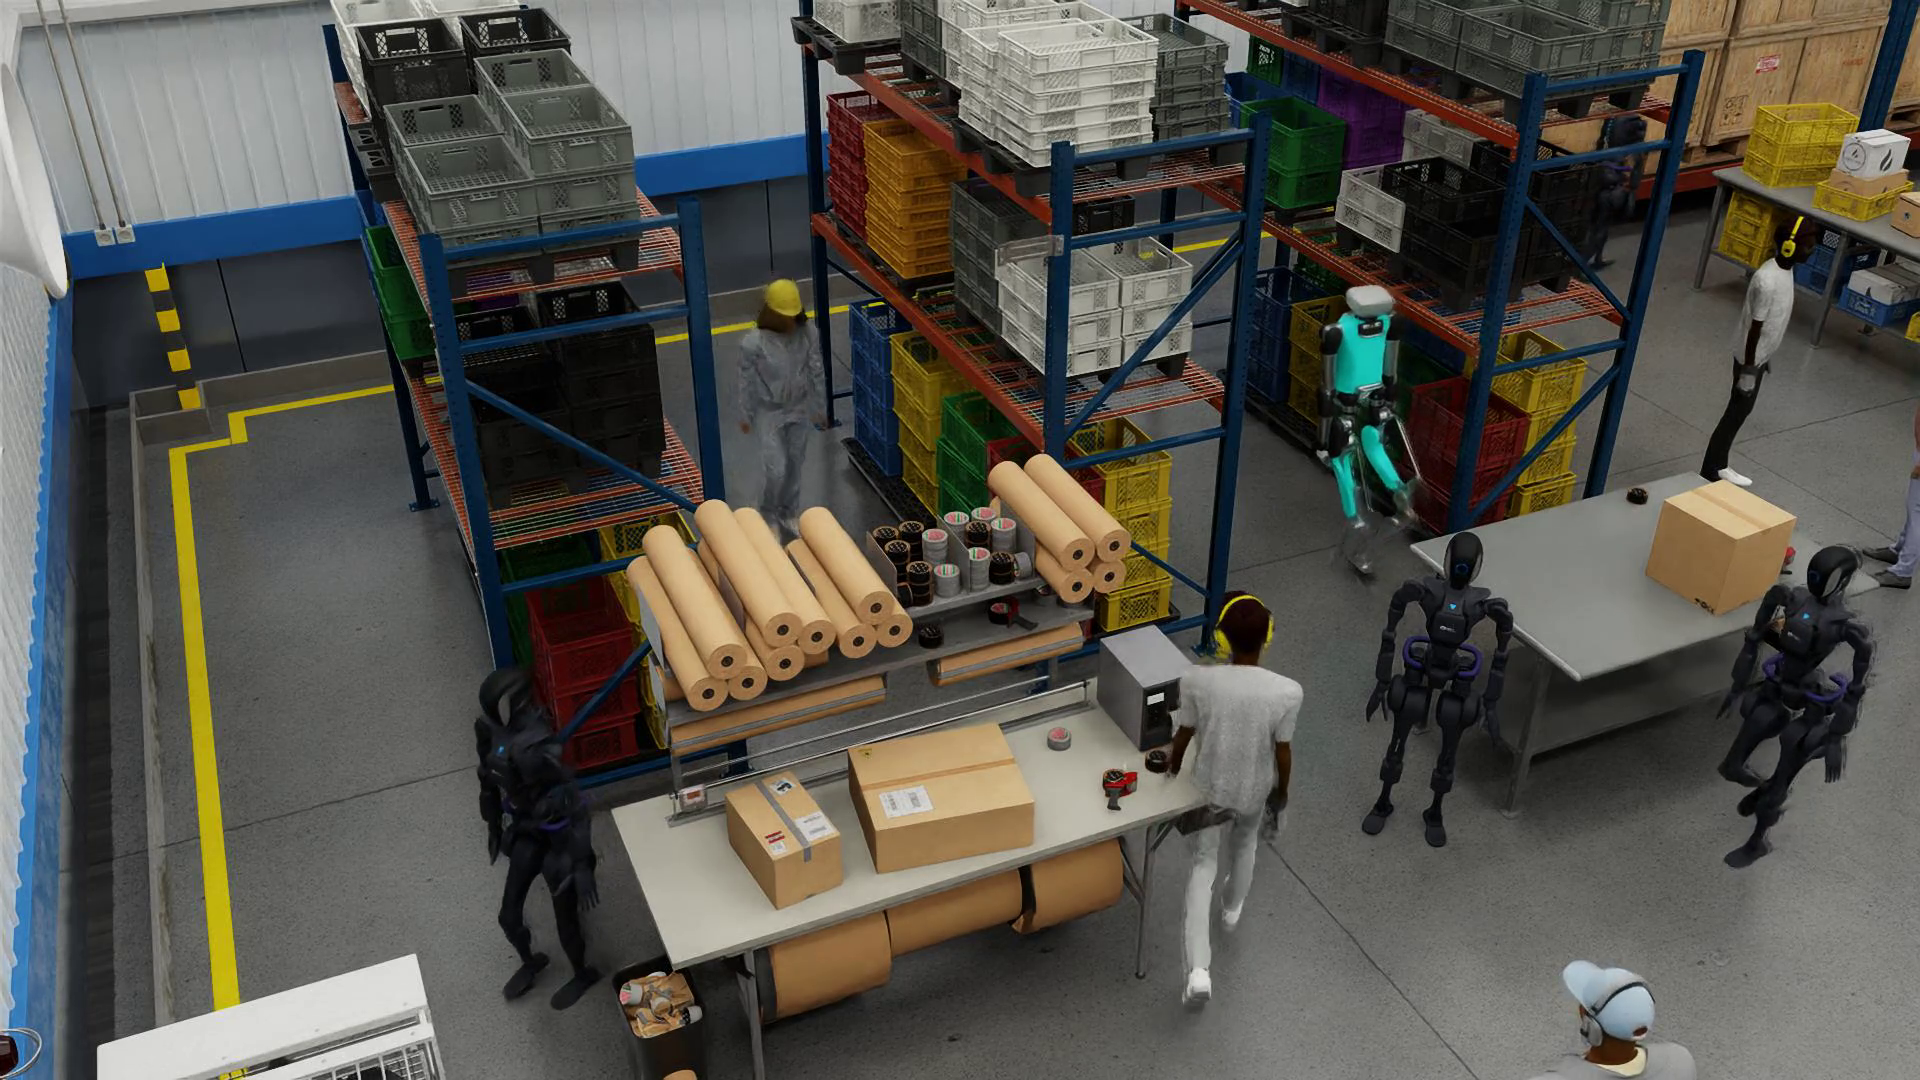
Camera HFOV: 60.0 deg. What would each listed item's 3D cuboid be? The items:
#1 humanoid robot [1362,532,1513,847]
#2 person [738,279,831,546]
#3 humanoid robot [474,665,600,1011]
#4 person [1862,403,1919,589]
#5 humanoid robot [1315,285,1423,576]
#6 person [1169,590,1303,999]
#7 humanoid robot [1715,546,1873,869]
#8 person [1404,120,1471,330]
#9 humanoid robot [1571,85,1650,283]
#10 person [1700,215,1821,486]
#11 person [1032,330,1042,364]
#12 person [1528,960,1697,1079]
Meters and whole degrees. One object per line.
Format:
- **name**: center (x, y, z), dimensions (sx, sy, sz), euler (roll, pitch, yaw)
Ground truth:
- **humanoid robot**: center (2.159, 0.680, 7.507), dimensions (0.599, 1.659, 0.315), euler (11, 33, 17)
- **person**: center (-1.028, -0.745, 9.785), dimensions (0.506, 1.721, 0.462), euler (-19, 37, -28)
- **humanoid robot**: center (-1.677, 1.220, 6.646), dimensions (0.607, 1.652, 0.351), euler (19, 36, 27)
- **person**: center (5.492, -0.542, 9.421), dimensions (0.316, 1.769, 0.522), euler (17, 35, 25)
- **humanoid robot**: center (2.342, -0.497, 9.407), dimensions (0.542, 1.812, 0.760), euler (-13, 34, -20)
- **person**: center (1.096, 1.034, 6.804), dimensions (0.510, 1.829, 0.857), euler (6, 32, 10)
- **humanoid robot**: center (3.736, 0.750, 7.409), dimensions (0.412, 1.652, 0.603), euler (-18, 36, -26)
- **person**: center (3.457, -2.204, 12.061), dimensions (0.498, 1.839, 0.343), euler (21, 37, 30)
- **humanoid robot**: center (5.224, -2.861, 13.277), dimensions (0.588, 1.640, 0.589), euler (-9, 33, -15)
- **person**: center (4.922, -1.111, 10.263), dimensions (0.331, 1.861, 0.497), euler (23, 38, 32)
- **person**: center (0.560, -2.220, 11.883), dimensions (0.365, 2.047, 0.606), euler (14, 34, 22)
- **person**: center (1.892, 2.016, 5.186), dimensions (0.589, 1.853, 0.375), euler (-10, 33, -16)
